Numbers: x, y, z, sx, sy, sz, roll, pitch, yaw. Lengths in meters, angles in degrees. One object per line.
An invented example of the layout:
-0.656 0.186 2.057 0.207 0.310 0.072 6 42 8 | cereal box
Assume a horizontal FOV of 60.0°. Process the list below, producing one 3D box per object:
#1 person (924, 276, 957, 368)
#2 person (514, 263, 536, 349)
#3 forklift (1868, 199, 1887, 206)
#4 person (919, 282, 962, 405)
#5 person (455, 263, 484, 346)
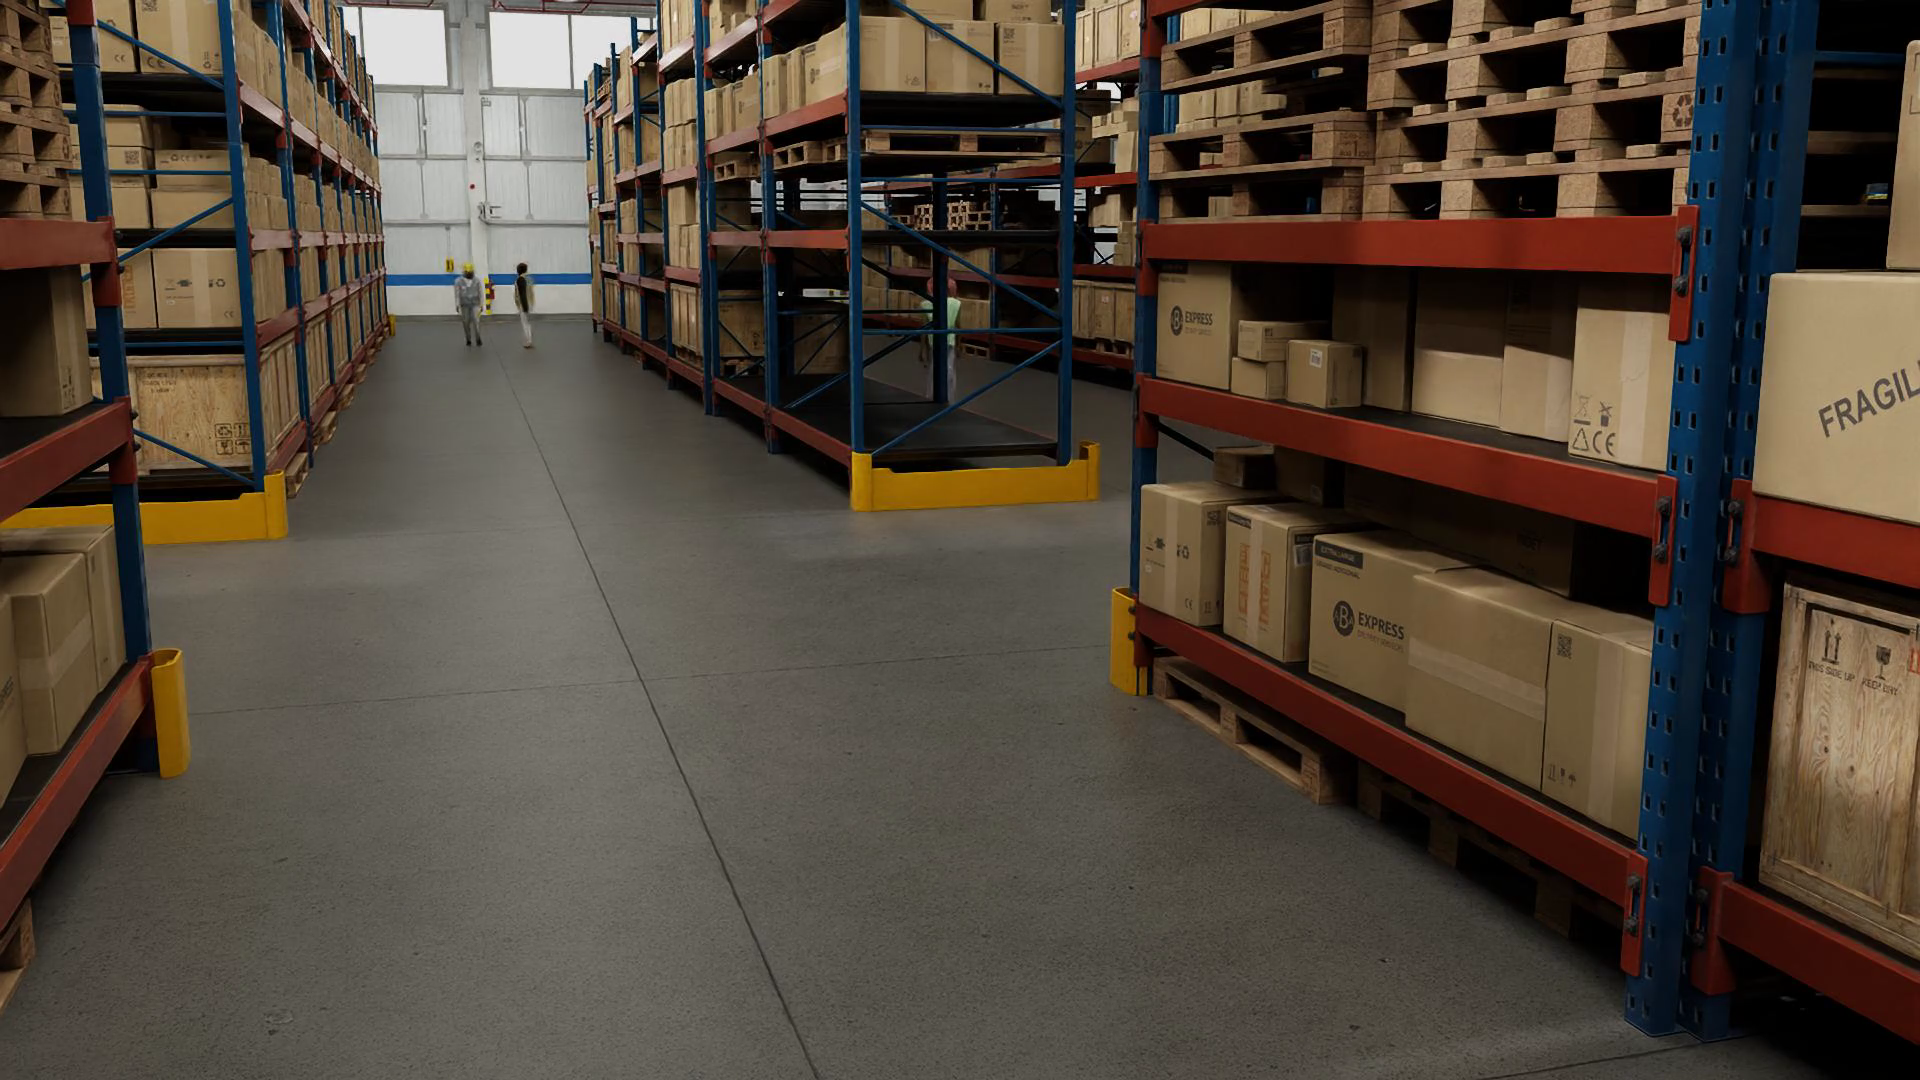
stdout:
-0.373 -4.026 29.814 0.642 1.909 0.409 6 12 29 | person
-9.195 -4.952 35.192 0.471 1.802 0.750 0 10 1 | person
11.338 -2.915 21.052 1.129 2.768 1.873 -3 11 -17 | forklift
-0.244 -2.512 21.686 0.571 1.840 0.373 -3 11 -15 | person
-10.566 -5.065 35.852 0.600 1.784 0.920 -3 11 -18 | person
